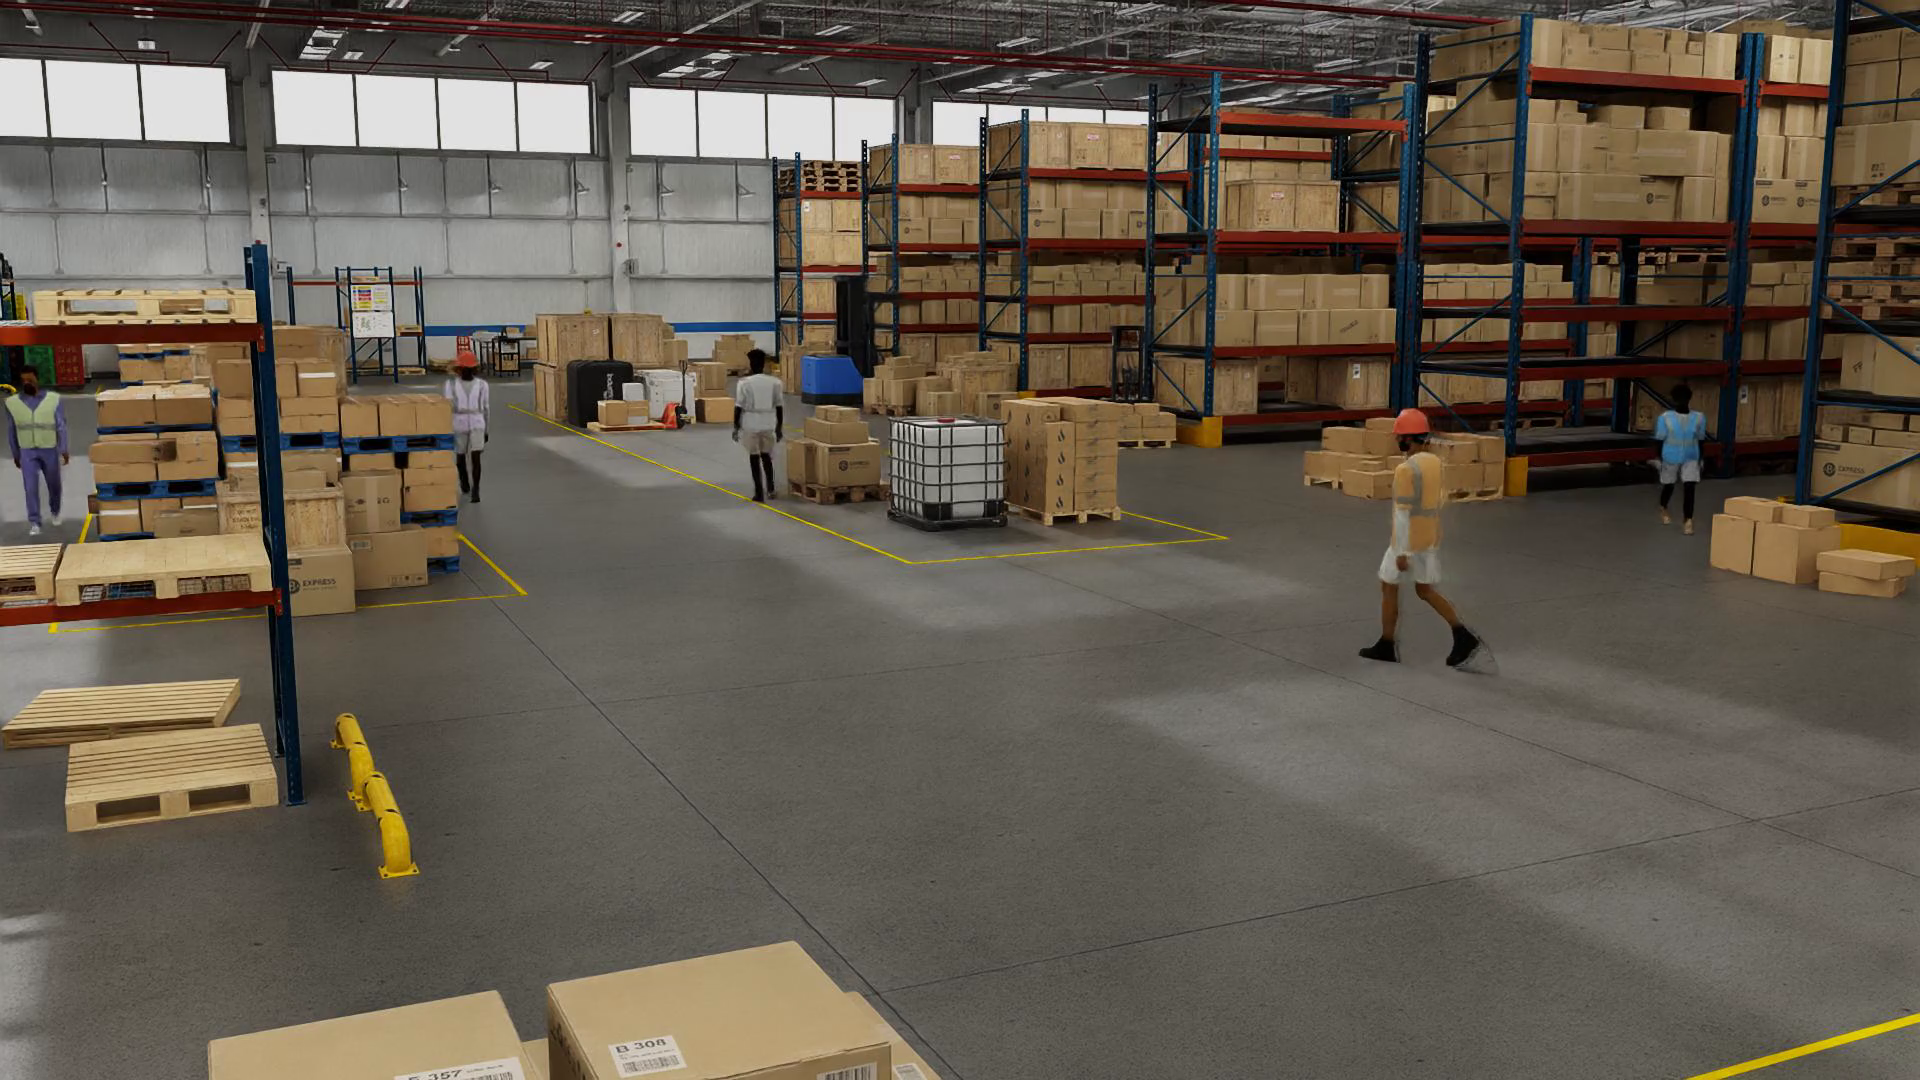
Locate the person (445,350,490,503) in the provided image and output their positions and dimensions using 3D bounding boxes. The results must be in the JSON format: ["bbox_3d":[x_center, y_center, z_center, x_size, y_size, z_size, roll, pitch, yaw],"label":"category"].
[{"bbox_3d":[-6.210,-1.446,21.021,0.547,1.916,0.691,-3,10,-18],"label":"person"}]

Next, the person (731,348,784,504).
[{"bbox_3d":[-2.528,-1.419,20.764,0.615,1.944,0.445,-5,11,-30],"label":"person"}]

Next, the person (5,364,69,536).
[{"bbox_3d":[-10.255,-1.023,18.518,0.593,1.887,0.876,-4,10,-25],"label":"person"}]

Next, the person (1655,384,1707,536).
[{"bbox_3d":[8.013,-0.917,18.544,0.541,1.665,0.753,2,9,14],"label":"person"}]

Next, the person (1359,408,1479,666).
[{"bbox_3d":[3.383,-0.005,12.166,0.550,1.912,0.812,-8,12,-41],"label":"person"}]

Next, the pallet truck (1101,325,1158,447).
[{"bbox_3d":[2.881,-2.596,27.923,0.823,1.965,1.885,-1,9,-7],"label":"pallet truck"}]

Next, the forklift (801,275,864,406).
[{"bbox_3d":[-2.399,-4.292,35.714,1.873,2.768,1.129,-4,10,-25],"label":"forklift"}]
